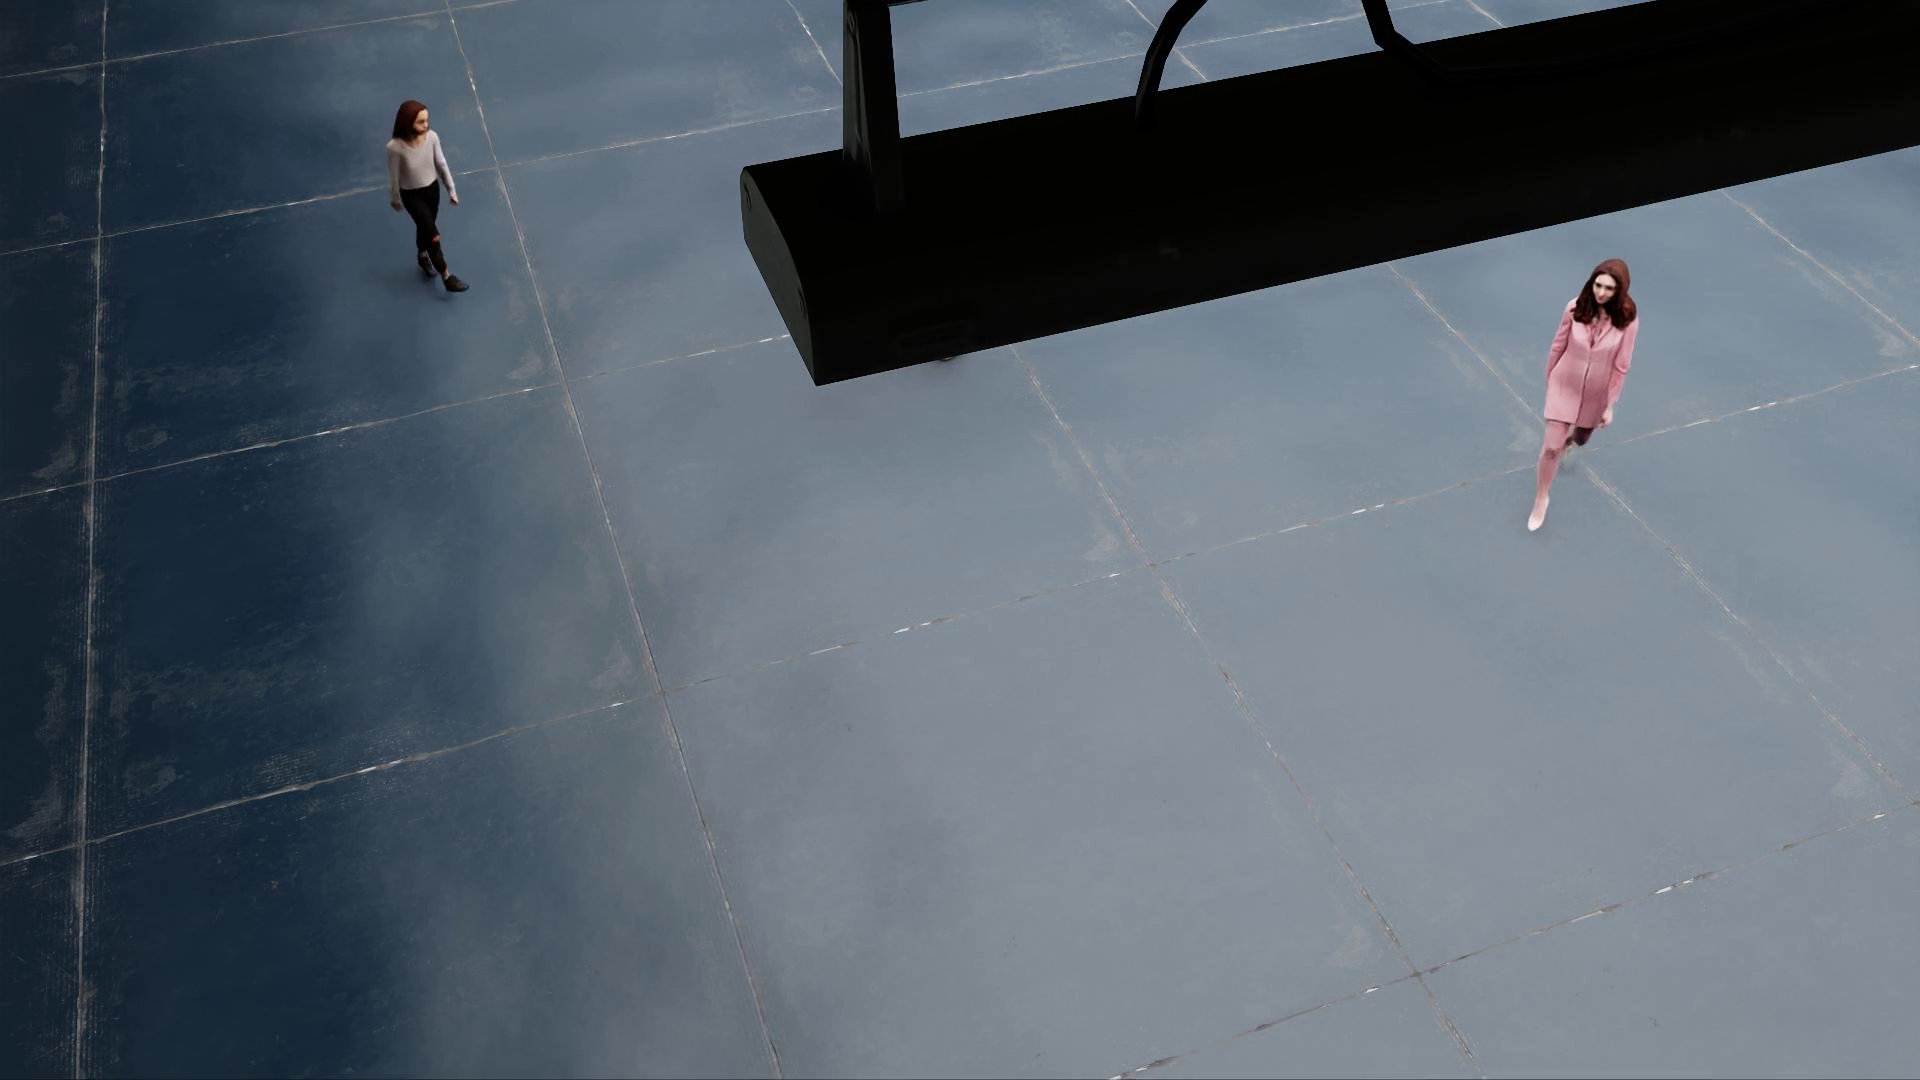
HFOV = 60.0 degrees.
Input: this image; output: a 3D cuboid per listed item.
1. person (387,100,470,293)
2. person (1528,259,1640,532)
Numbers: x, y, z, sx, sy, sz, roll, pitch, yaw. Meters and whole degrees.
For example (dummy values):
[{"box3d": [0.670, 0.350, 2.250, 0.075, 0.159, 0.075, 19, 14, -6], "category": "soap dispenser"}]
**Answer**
[{"box3d": [-3.853, -2.458, 11.725, 0.793, 1.446, 0.951, -31, 51, -29], "category": "person"}, {"box3d": [3.696, -0.914, 9.836, 1.074, 1.766, 1.146, 18, 46, 18], "category": "person"}]
